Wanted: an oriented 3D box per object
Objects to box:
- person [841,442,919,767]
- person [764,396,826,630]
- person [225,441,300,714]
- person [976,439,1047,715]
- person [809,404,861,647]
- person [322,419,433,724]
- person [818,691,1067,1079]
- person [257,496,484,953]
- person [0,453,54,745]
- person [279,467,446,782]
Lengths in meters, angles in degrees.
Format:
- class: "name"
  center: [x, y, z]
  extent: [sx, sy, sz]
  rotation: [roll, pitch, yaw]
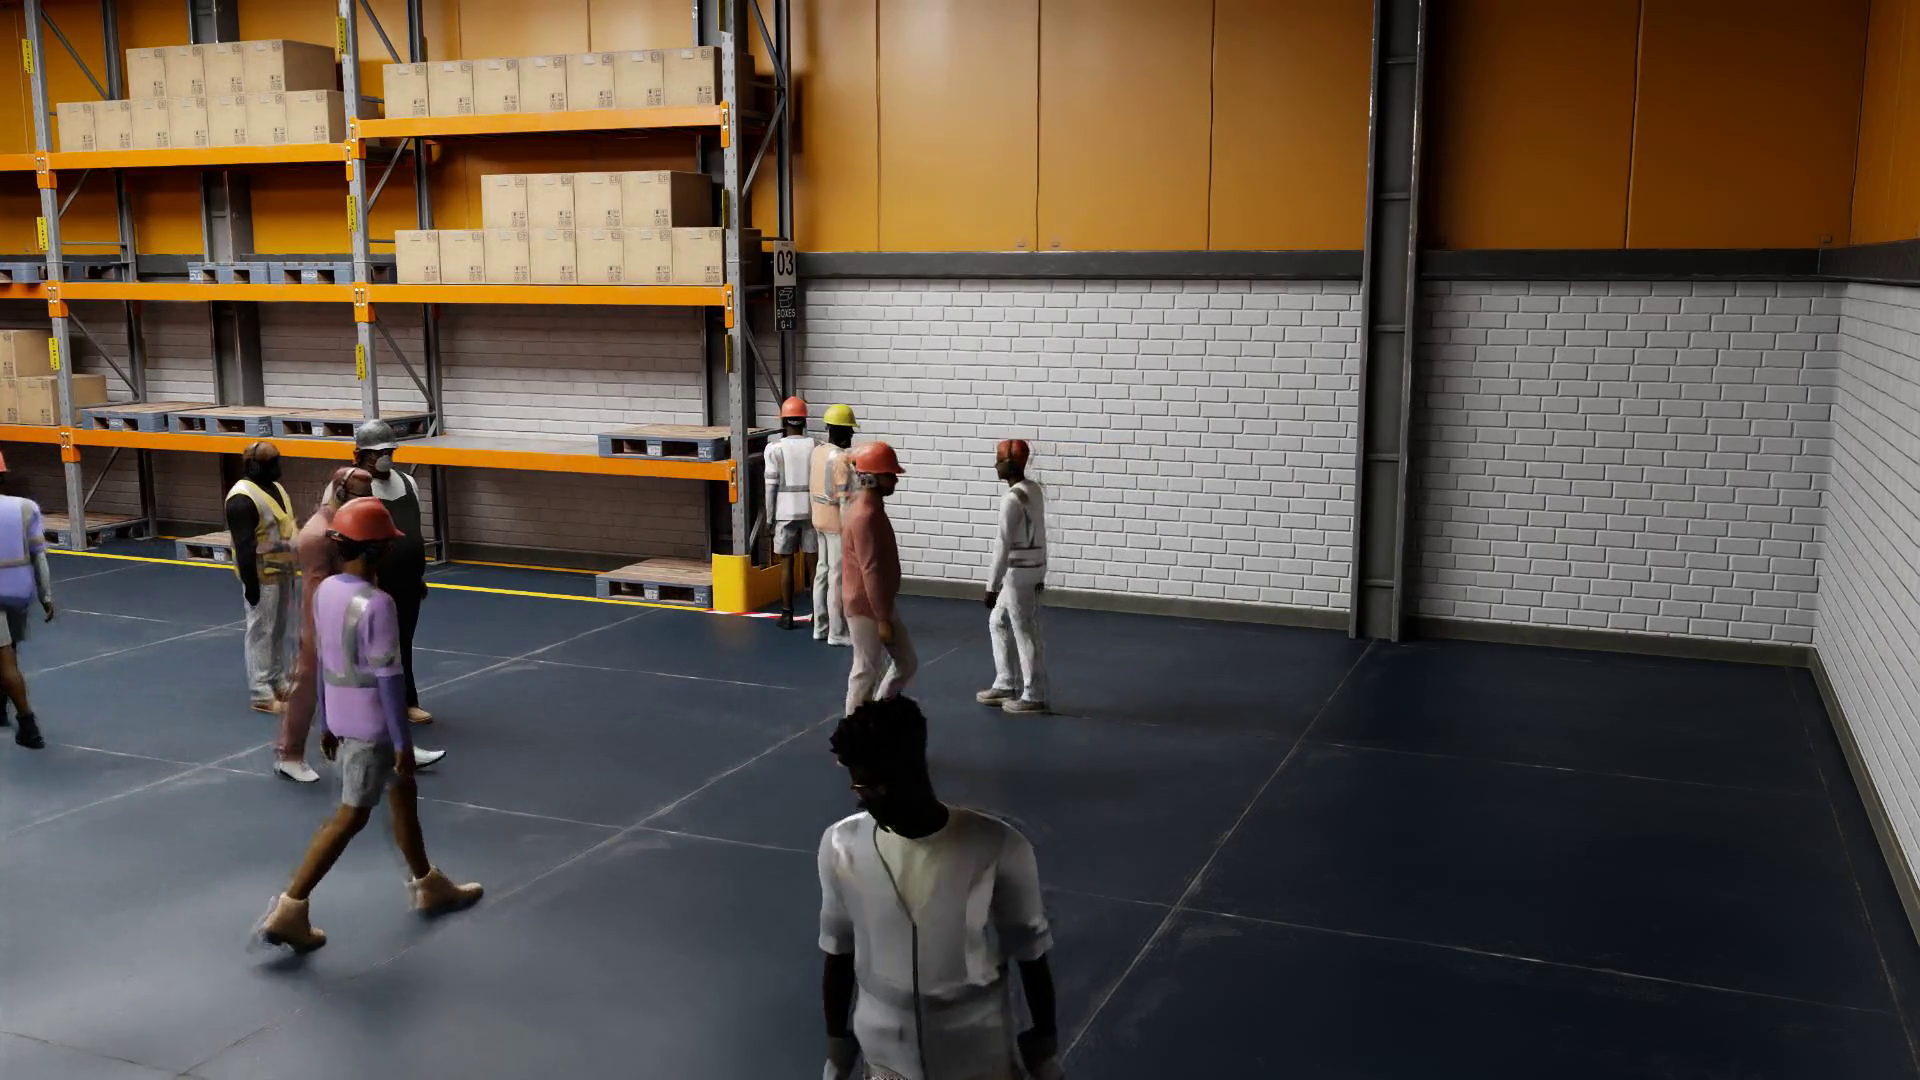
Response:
- class: "person"
  center: [-0.475, 0.404, 9.894]
  extent: [0.529, 1.976, 0.622]
  rotation: [2, 10, 10]
- class: "person"
  center: [-1.357, -0.222, 13.810]
  extent: [0.552, 1.932, 0.377]
  rotation: [-3, 10, -17]
- class: "person"
  center: [-4.684, 0.243, 11.271]
  extent: [0.429, 1.841, 0.633]
  rotation: [0, 9, 0]
- class: "person"
  center: [0.292, 0.250, 11.149]
  extent: [0.678, 1.862, 0.615]
  rotation: [3, 10, 18]
- class: "person"
  center: [-0.979, -0.120, 13.222]
  extent: [0.381, 1.923, 0.592]
  rotation: [-5, 11, -29]
- class: "person"
  center: [-3.702, 0.231, 10.741]
  extent: [0.537, 2.000, 0.678]
  rotation: [6, 11, 34]
- class: "person"
  center: [0.021, 1.337, 4.410]
  extent: [0.822, 1.918, 0.387]
  rotation: [2, 10, 10]
- class: "person"
  center: [-2.680, 0.802, 7.406]
  extent: [1.039, 2.002, 0.617]
  rotation: [-8, 12, -40]
- class: "person"
  center: [-6.130, 0.335, 10.580]
  extent: [1.020, 1.884, 0.560]
  rotation: [8, 12, 39]
- class: "person"
  center: [-3.565, 0.499, 9.708]
  extent: [0.998, 1.842, 0.738]
  rotation: [2, 10, 10]
